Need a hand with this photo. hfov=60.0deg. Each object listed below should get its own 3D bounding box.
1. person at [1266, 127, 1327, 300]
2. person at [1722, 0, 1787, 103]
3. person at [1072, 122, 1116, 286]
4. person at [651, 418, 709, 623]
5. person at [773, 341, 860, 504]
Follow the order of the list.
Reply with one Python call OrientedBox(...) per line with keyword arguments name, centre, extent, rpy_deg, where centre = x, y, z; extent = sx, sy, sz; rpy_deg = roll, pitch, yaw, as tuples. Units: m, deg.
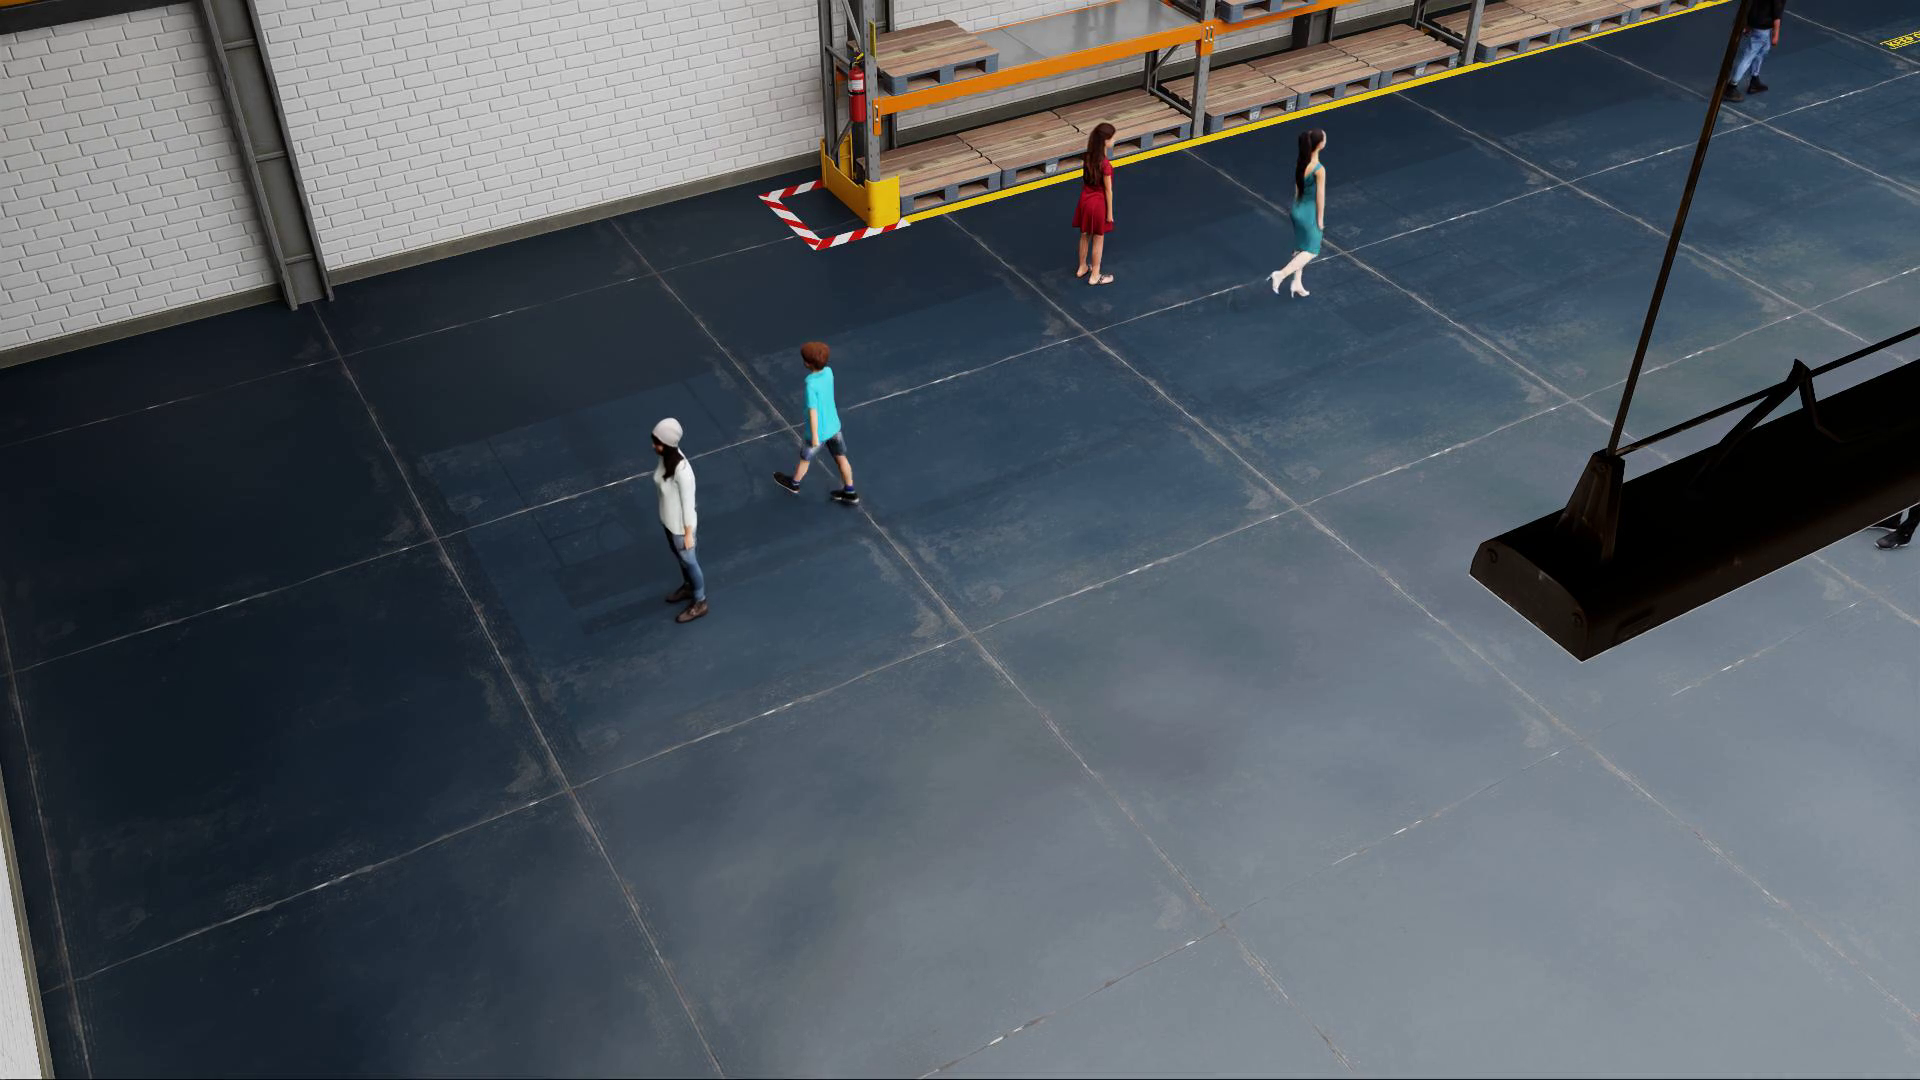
OrientedBox(name="person", centre=(3.066, -2.911, 15.073), extent=(0.731, 1.672, 0.623), rpy_deg=(-14, 41, -16))
OrientedBox(name="person", centre=(8.849, -5.708, 18.566), extent=(0.924, 1.683, 0.787), rpy_deg=(-2, 39, -3))
OrientedBox(name="person", centre=(1.258, -3.128, 15.439), extent=(0.618, 1.554, 0.562), rpy_deg=(-24, 44, -27))
OrientedBox(name="person", centre=(-1.966, -0.156, 11.643), extent=(0.488, 1.646, 0.569), rpy_deg=(-19, 42, -22))
OrientedBox(name="person", centre=(-0.991, -0.863, 12.715), extent=(0.923, 1.413, 0.948), rpy_deg=(17, 42, 20))
